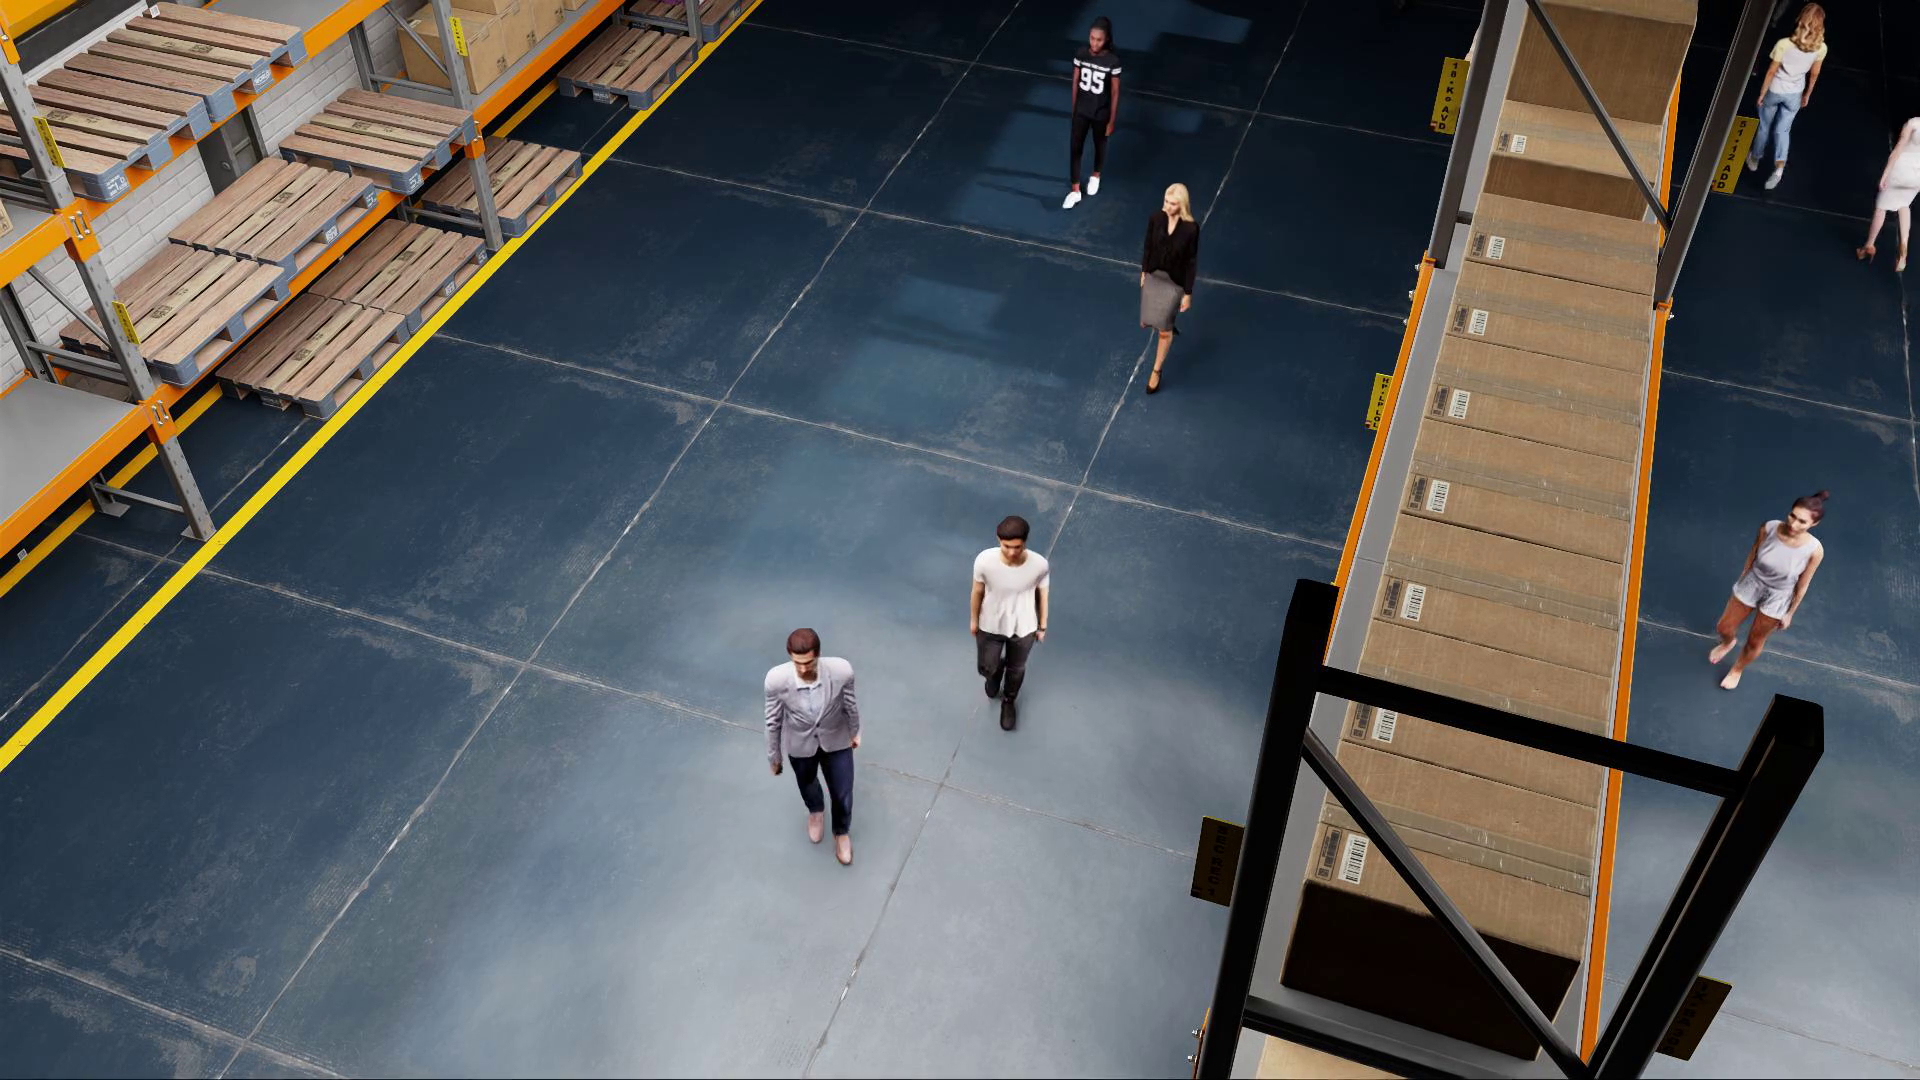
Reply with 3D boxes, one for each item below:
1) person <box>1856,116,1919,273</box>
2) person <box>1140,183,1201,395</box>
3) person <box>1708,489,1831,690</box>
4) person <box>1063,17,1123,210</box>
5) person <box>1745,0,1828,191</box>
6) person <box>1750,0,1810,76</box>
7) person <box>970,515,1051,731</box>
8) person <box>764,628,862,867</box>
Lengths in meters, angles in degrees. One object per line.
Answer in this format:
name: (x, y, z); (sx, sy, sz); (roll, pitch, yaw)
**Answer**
person: (8.012, -3.006, 14.017); (0.774, 1.779, 0.946); (-2, 44, -2)
person: (1.638, -1.987, 12.907); (0.728, 1.833, 0.862); (23, 48, 23)
person: (5.220, 0.300, 10.674); (0.647, 1.603, 0.664); (32, 52, 29)
person: (1.238, -3.901, 15.003); (0.621, 1.714, 0.870); (14, 45, 15)
person: (7.502, -3.993, 15.109); (0.799, 1.702, 1.118); (5, 44, 5)
person: (8.304, -5.668, 16.808); (0.758, 1.784, 0.964); (10, 45, 11)
person: (0.305, 0.447, 10.437); (0.733, 1.717, 0.784); (4, 44, 4)
person: (-0.834, 1.089, 9.681); (0.841, 1.830, 0.877); (-3, 44, -3)
